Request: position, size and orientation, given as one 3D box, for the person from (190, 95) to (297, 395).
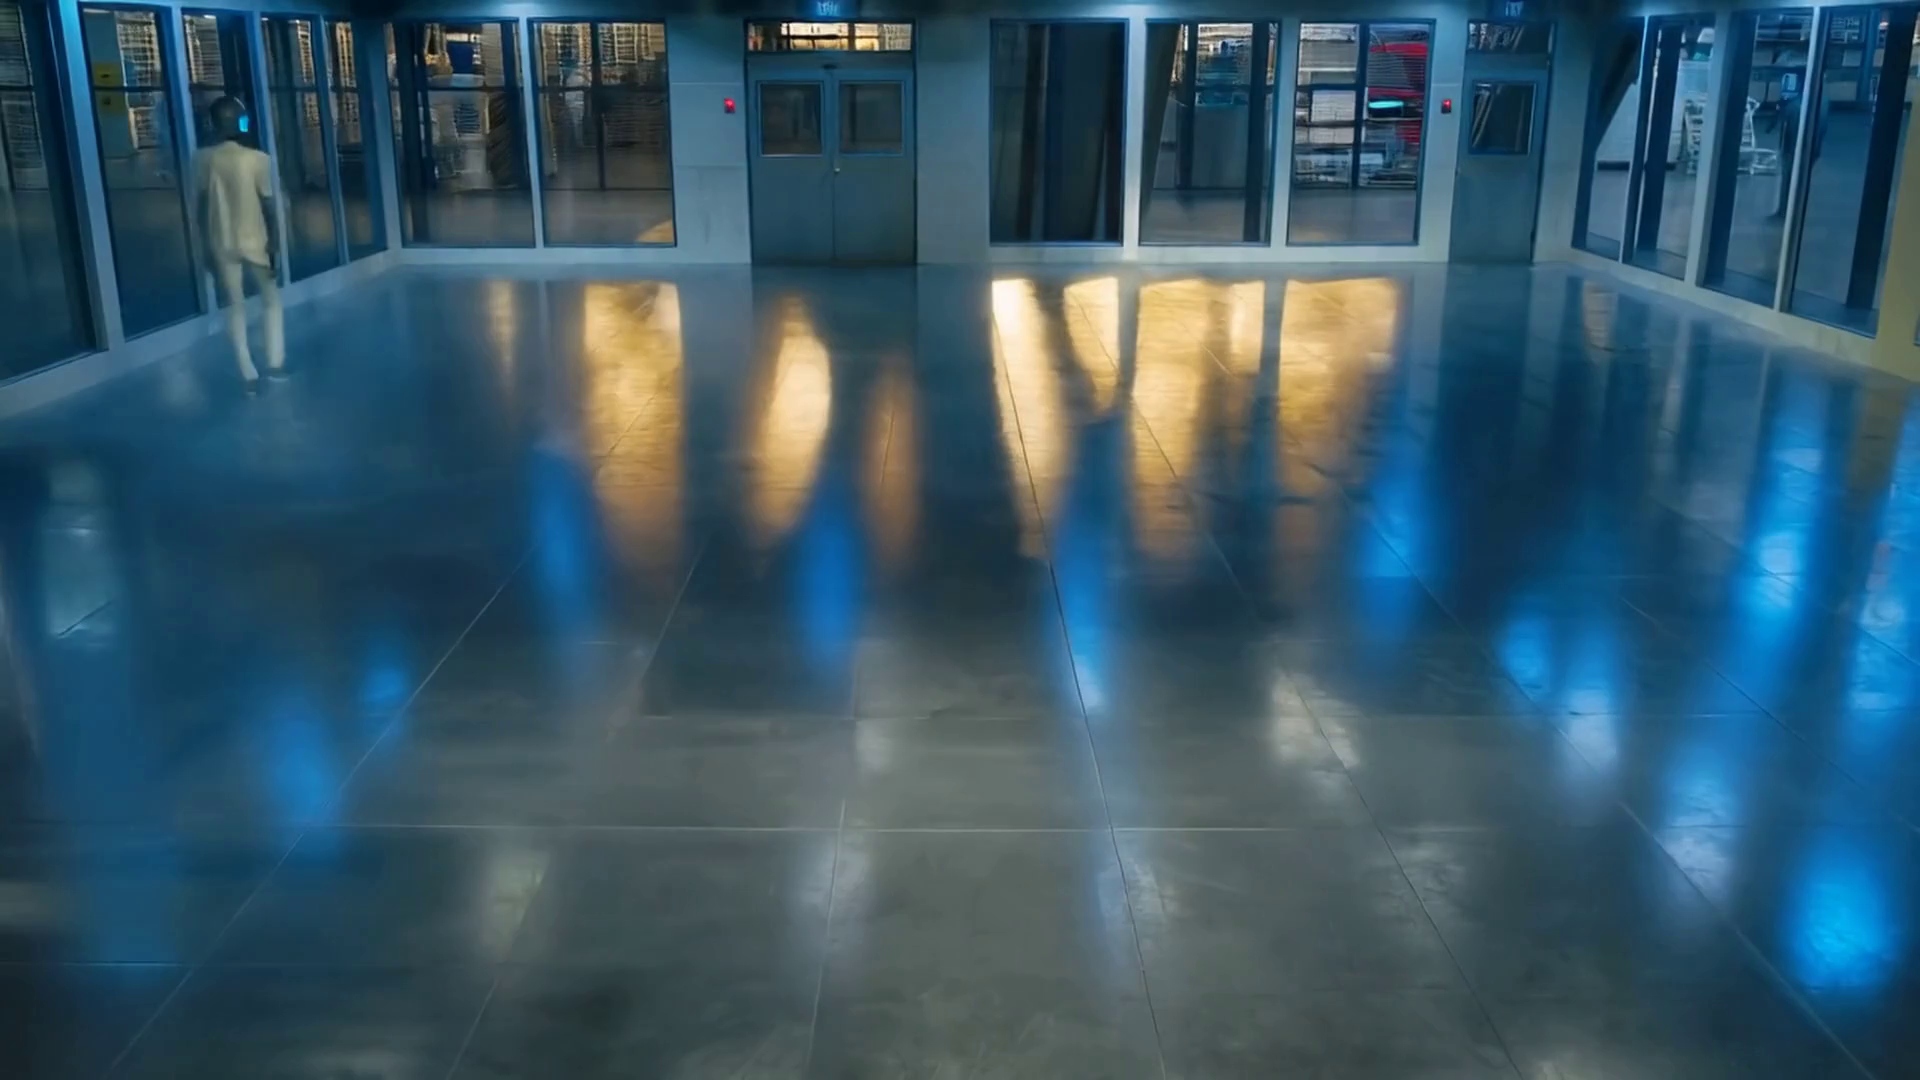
[{"bbox_3d":[-4.540,-1.854,10.528,0.512,1.852,0.571,-2,17,-8],"label":"person"}]
